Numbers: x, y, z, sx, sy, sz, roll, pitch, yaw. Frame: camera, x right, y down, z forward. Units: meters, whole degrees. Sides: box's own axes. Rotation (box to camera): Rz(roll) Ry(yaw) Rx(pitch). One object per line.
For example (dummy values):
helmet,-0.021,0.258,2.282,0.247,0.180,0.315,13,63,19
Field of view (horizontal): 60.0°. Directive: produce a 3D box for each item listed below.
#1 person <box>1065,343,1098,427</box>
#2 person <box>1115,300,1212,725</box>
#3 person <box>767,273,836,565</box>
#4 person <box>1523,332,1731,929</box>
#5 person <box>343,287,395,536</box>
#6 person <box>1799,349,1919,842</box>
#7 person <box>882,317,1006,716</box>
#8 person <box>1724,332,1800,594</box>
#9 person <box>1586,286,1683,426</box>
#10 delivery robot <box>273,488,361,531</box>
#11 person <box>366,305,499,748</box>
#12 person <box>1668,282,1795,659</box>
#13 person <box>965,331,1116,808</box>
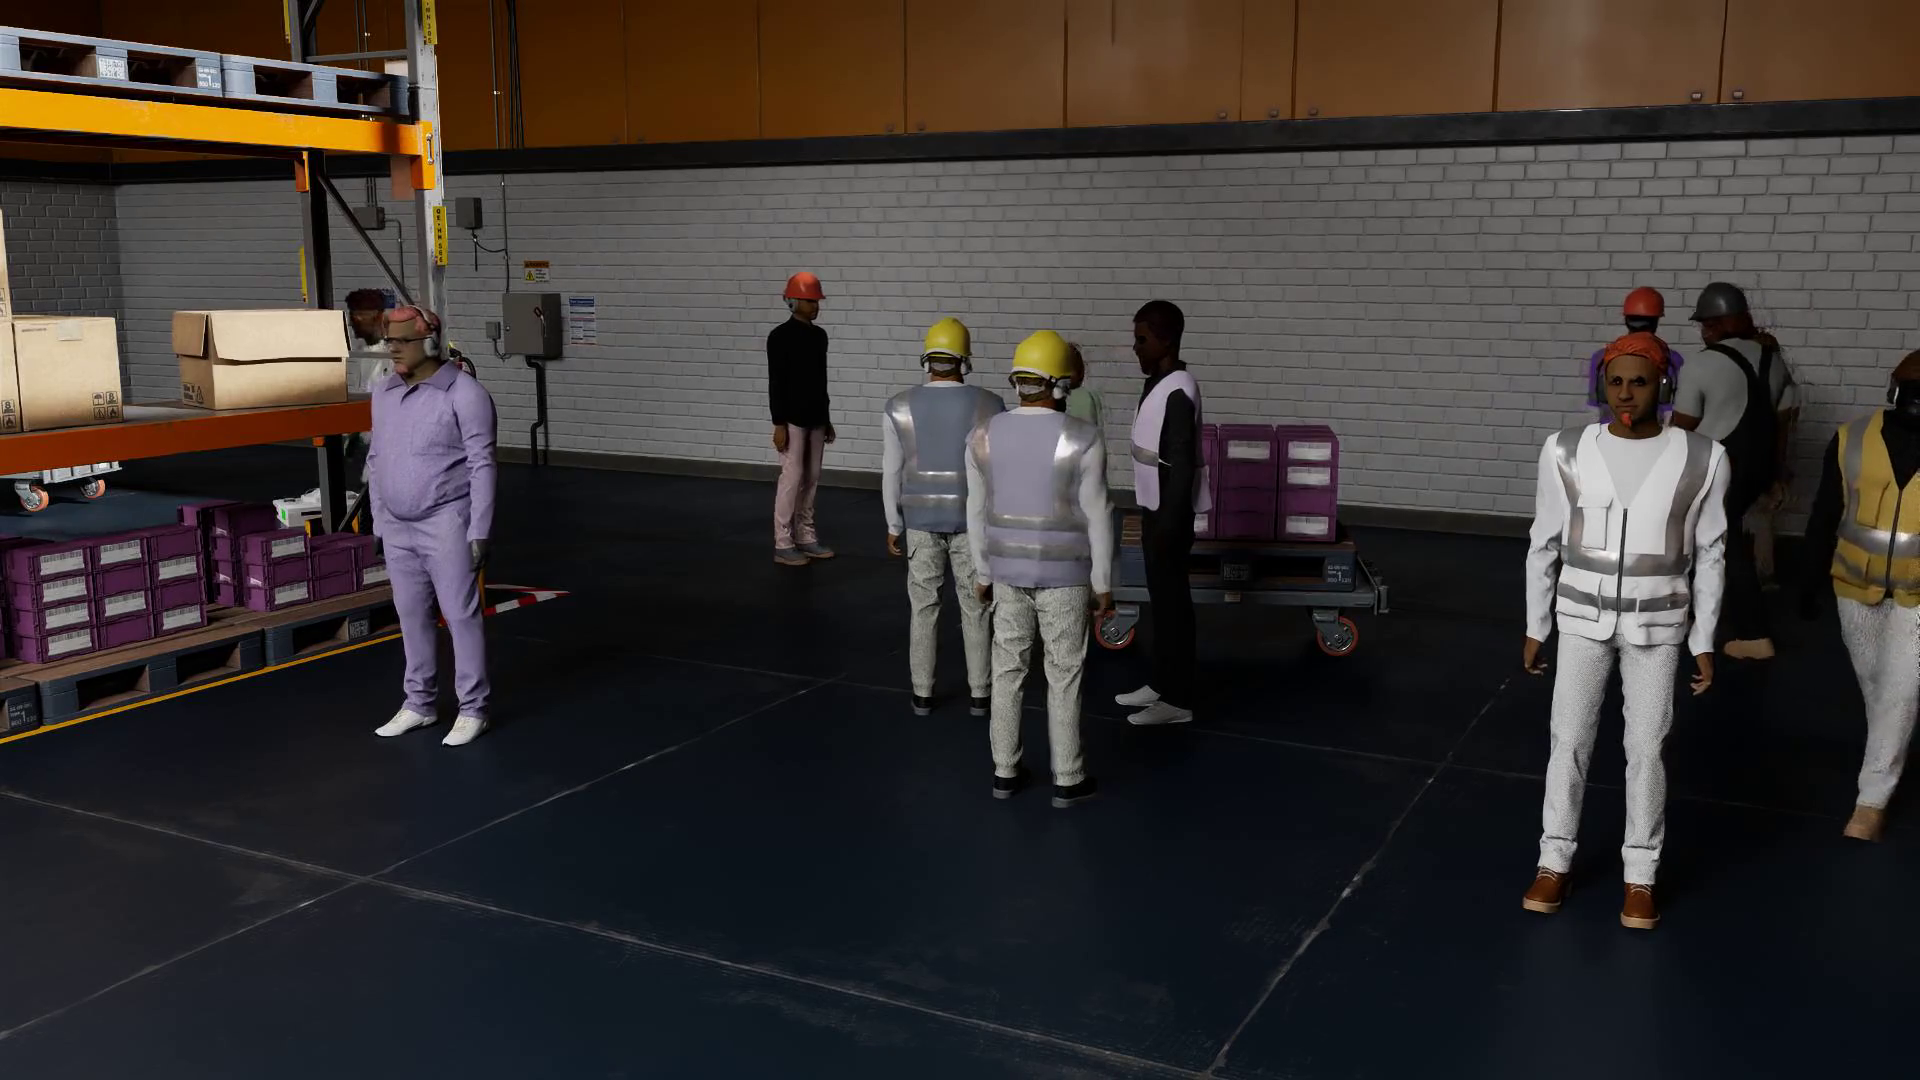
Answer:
person,0.611,-0.410,10.178,0.868,1.578,0.524,-4,11,-23
person,0.936,-0.122,7.542,0.390,1.917,0.588,0,10,-2
person,-1.066,-0.830,11.437,0.403,1.988,0.644,6,11,30
person,2.086,0.288,5.262,0.583,1.882,0.337,5,11,26
person,-3.722,-0.695,10.861,1.020,1.917,0.606,-7,12,-37
person,3.560,0.159,6.312,0.639,1.791,0.995,8,13,40
person,-0.056,-0.098,7.643,0.591,1.834,0.404,1,10,7
person,4.967,-0.479,10.427,0.500,1.633,0.281,7,12,34
person,3.999,-0.535,9.885,0.549,1.937,0.372,7,12,36
delivery robot,-4.404,-0.192,11.611,0.707,0.478,0.477,-6,11,-30
person,-2.306,-0.055,7.190,0.652,1.904,0.402,4,11,24
person,4.075,-0.419,8.898,0.679,2.000,1.038,-5,11,-24
person,0.320,0.116,6.411,0.606,1.829,0.404,5,11,26
